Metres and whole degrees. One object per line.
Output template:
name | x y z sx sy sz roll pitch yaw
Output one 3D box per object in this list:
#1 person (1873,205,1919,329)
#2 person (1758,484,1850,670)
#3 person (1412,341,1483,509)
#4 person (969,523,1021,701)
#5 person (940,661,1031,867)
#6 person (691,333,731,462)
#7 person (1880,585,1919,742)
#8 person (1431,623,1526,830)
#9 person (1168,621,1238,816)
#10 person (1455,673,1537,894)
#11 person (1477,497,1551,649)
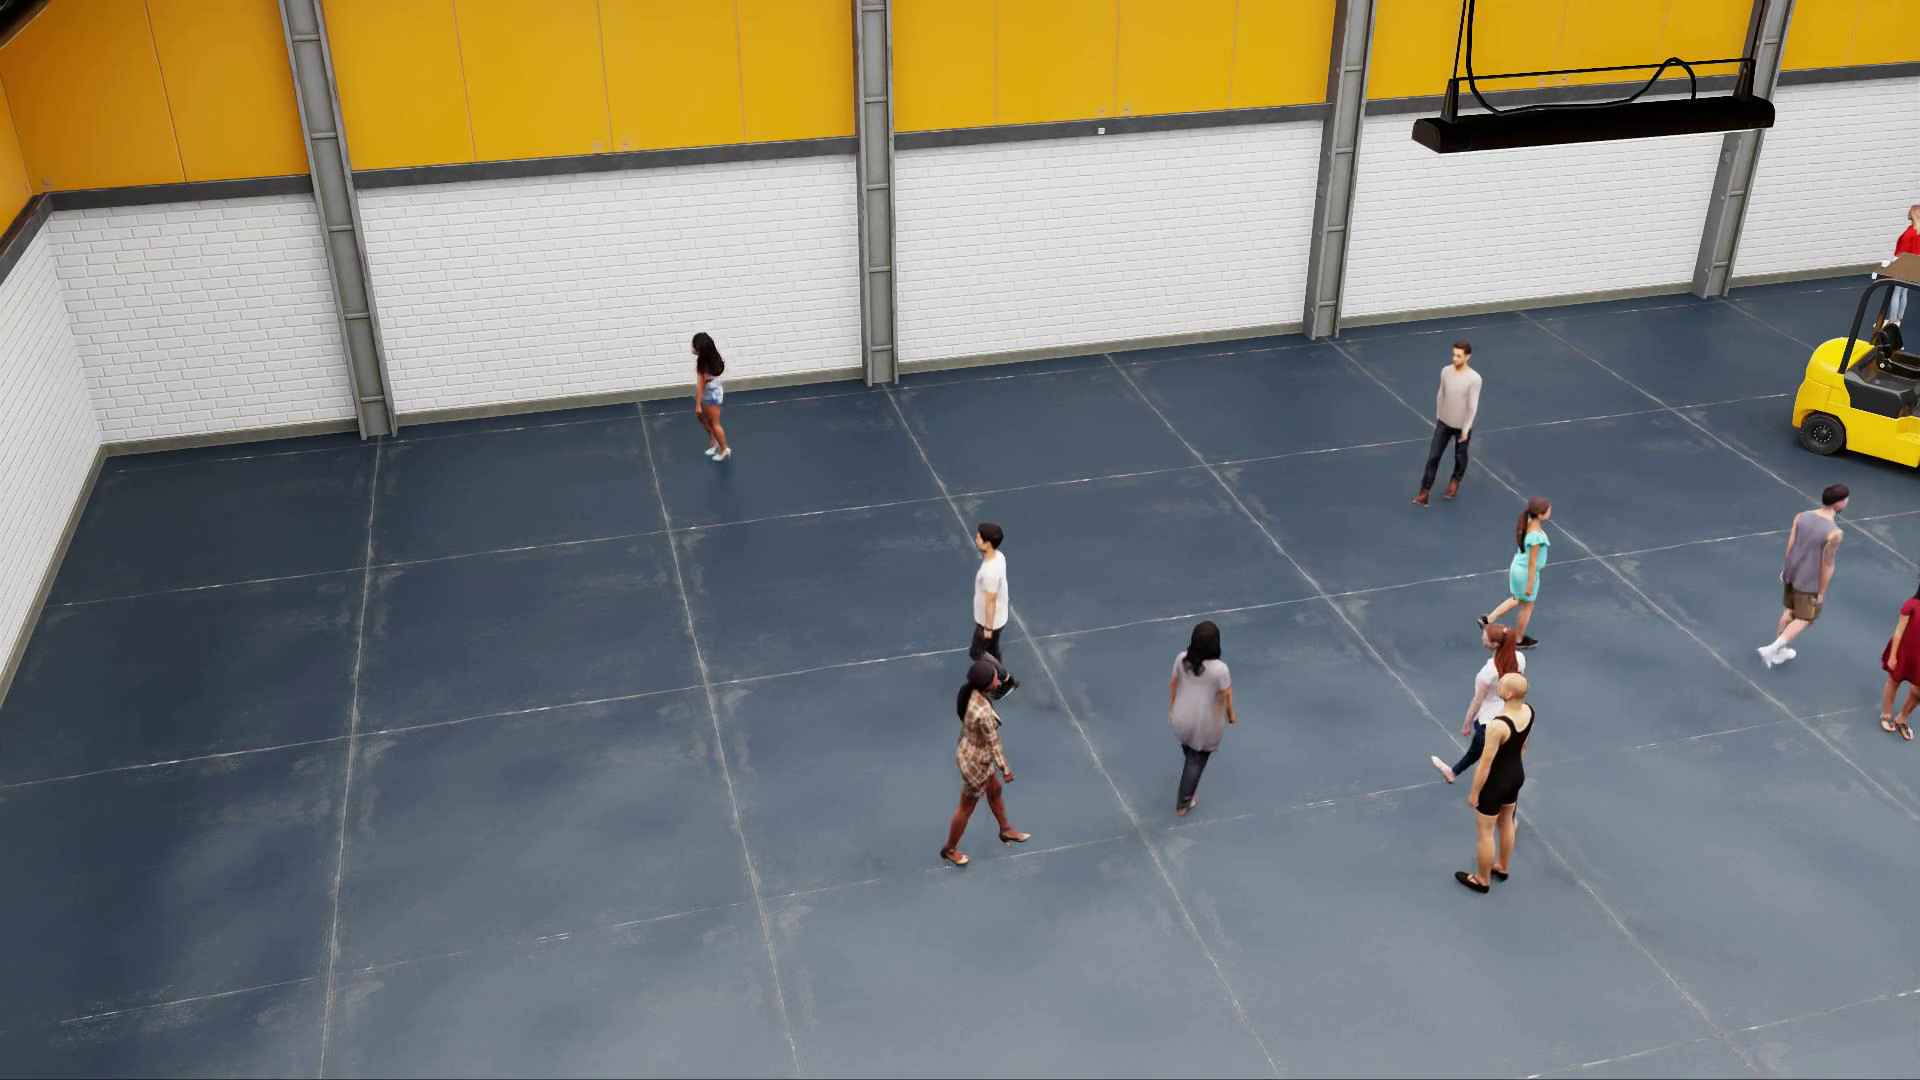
person | 12.449 -3.585 21.932 0.578 1.703 0.745 -20 34 -32
person | 7.285 0.356 14.456 0.979 1.825 0.760 -14 32 -25
person | 5.260 -1.233 17.500 1.076 1.819 1.215 20 35 33
person | 0.340 0.638 14.179 0.795 1.715 0.762 4 29 7
person | 0.032 1.687 12.207 0.951 1.762 0.610 -5 29 -9
person | -2.729 -1.570 18.366 0.613 1.582 0.652 3 29 5
person | 7.938 0.902 13.905 0.695 1.514 0.745 5 29 8
person | 4.150 1.461 12.699 1.136 1.687 0.919 -17 33 -29
person | 1.809 1.412 12.909 0.949 1.571 1.064 22 35 34
person | 3.920 1.749 12.041 0.590 1.812 0.764 -20 35 -33
person | 5.027 0.297 14.973 0.864 1.552 0.661 -1 29 -2
